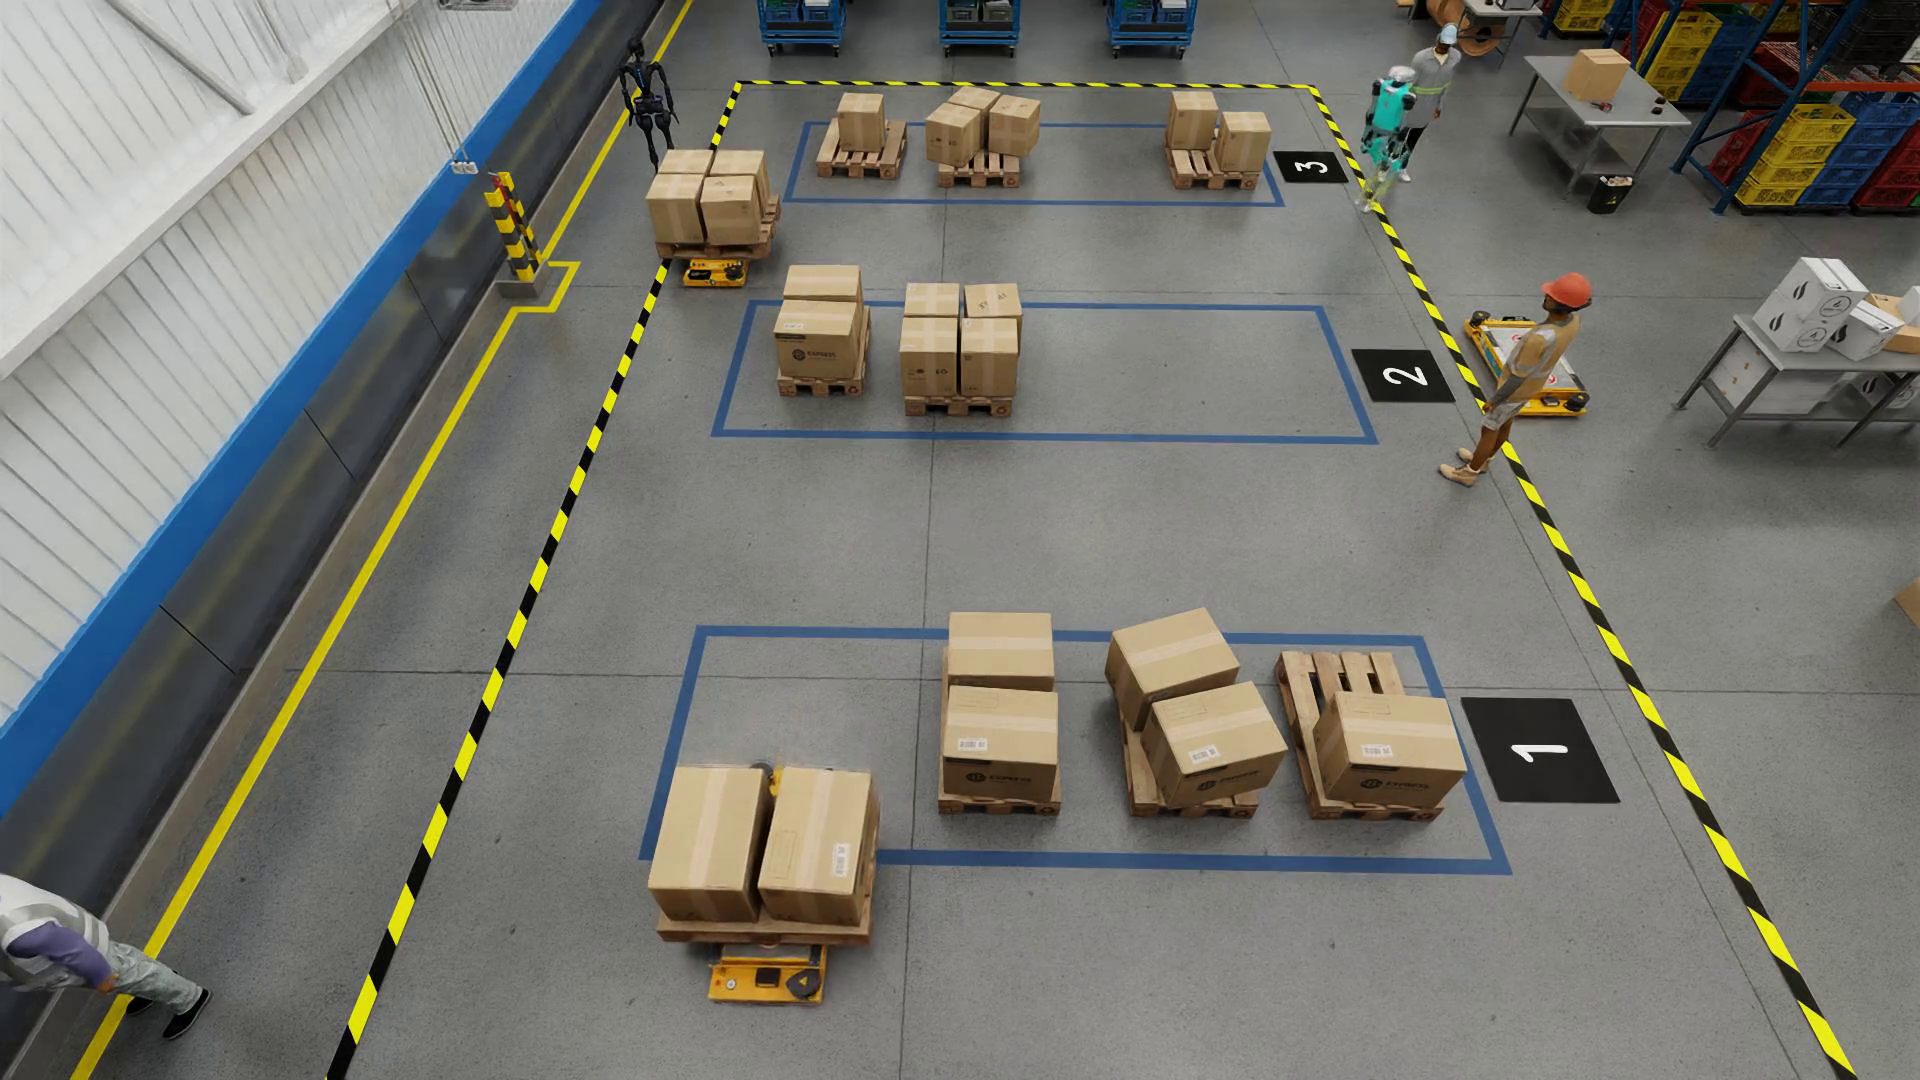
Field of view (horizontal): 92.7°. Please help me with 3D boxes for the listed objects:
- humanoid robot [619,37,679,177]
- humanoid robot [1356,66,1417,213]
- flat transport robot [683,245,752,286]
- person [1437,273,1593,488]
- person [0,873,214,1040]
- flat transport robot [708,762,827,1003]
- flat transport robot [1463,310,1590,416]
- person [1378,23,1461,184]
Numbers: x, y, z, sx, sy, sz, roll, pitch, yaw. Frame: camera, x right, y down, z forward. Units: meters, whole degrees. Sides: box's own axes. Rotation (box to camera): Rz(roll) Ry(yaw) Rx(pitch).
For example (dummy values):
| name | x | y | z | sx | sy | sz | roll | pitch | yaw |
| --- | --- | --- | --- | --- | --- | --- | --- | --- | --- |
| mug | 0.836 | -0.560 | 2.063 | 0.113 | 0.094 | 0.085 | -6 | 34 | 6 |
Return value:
| name | x | y | z | sx | sy | sz | roll | pitch | yaw |
| --- | --- | --- | --- | --- | --- | --- | --- | --- | --- |
| humanoid robot | -3.738 | -5.177 | 11.075 | 0.599 | 1.654 | 0.315 | -7 | 49 | -6 |
| humanoid robot | 4.933 | -4.547 | 10.528 | 0.815 | 1.811 | 0.536 | -27 | 54 | -22 |
| flat transport robot | -2.690 | -3.377 | 10.438 | 0.652 | 0.197 | 1.431 | 1 | 49 | 0 |
| person | 4.515 | -1.267 | 7.456 | 0.606 | 2.047 | 0.365 | -31 | 56 | -24 |
| person | -4.573 | 2.110 | 4.671 | 0.598 | 1.833 | 0.404 | 20 | 52 | 17 |
| flat transport robot | -1.116 | 2.083 | 5.712 | 0.652 | 0.197 | 1.431 | 1 | 49 | 1 |
| flat transport robot | 5.573 | -1.757 | 9.054 | 0.659 | 0.231 | 1.431 | 1 | 49 | 1 |
| person | 5.528 | -5.195 | 10.982 | 0.597 | 1.850 | 0.397 | -6 | 49 | -5 |
